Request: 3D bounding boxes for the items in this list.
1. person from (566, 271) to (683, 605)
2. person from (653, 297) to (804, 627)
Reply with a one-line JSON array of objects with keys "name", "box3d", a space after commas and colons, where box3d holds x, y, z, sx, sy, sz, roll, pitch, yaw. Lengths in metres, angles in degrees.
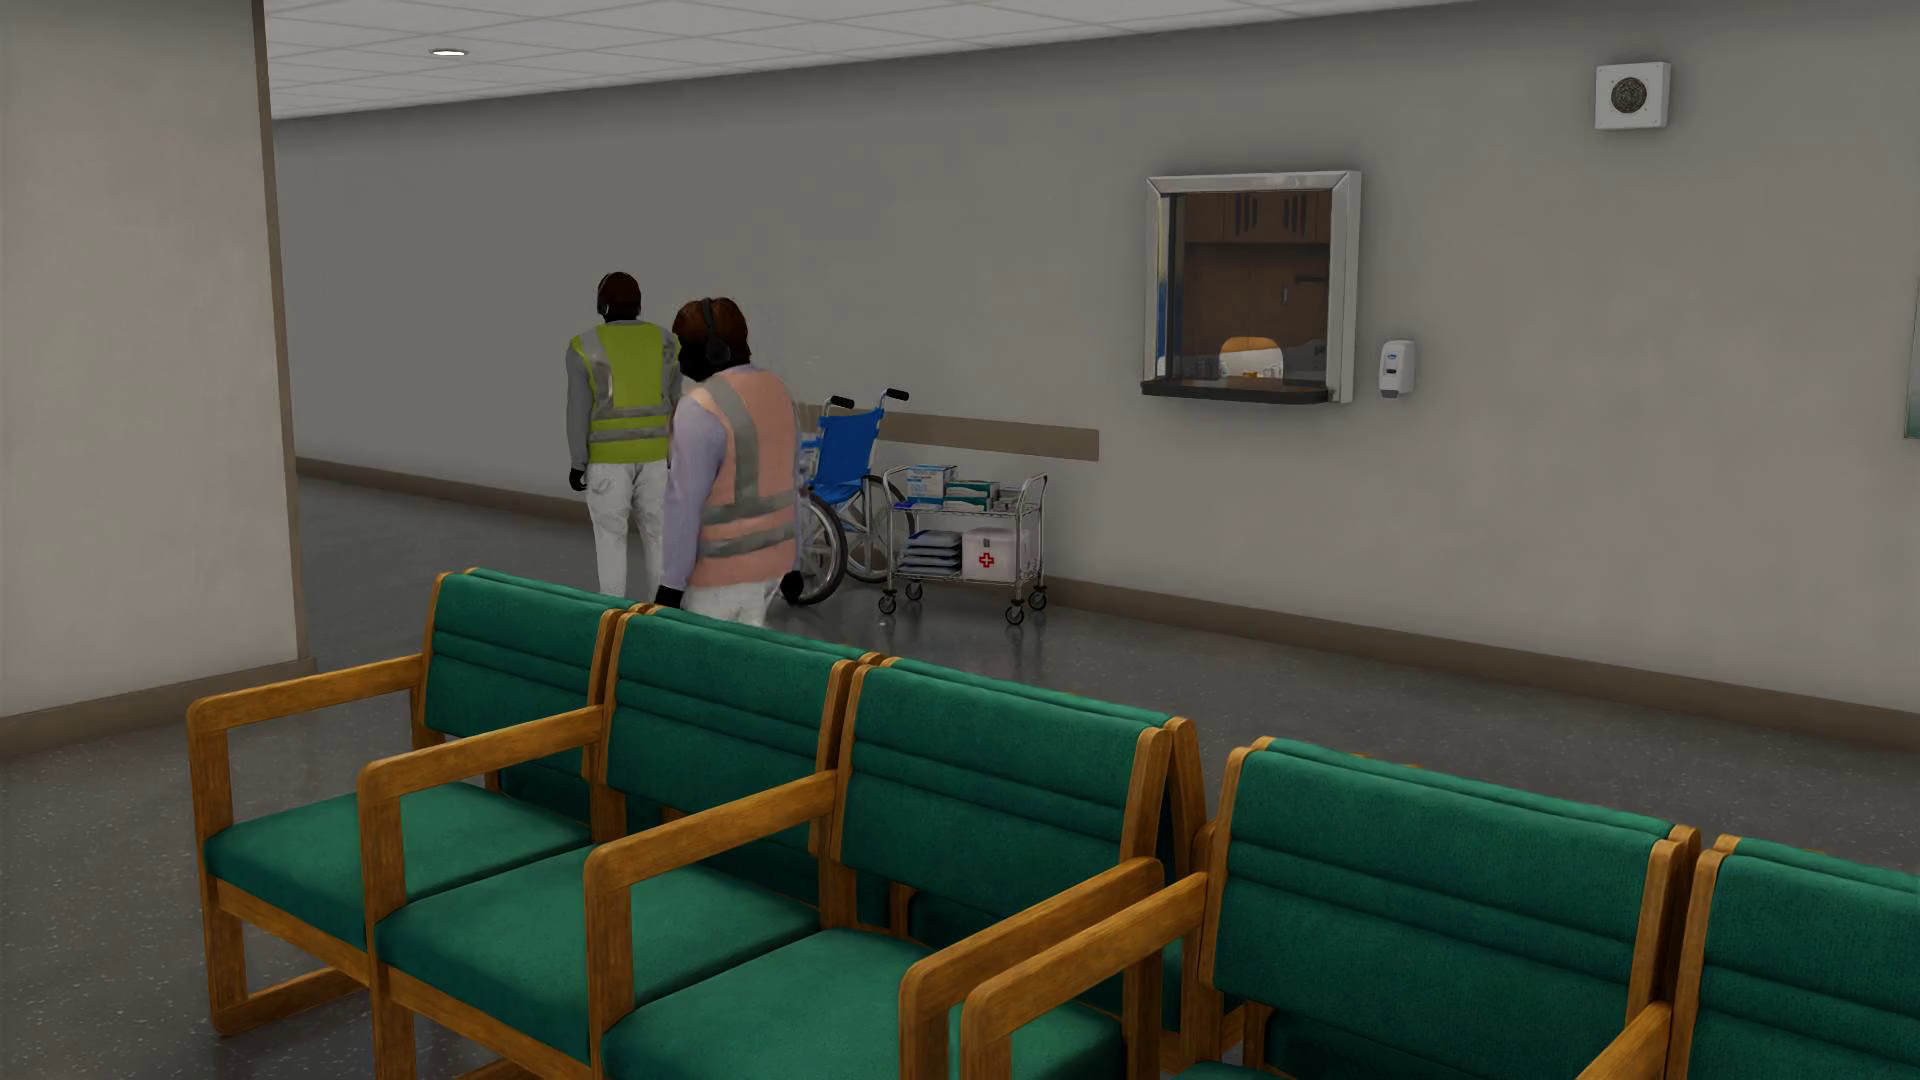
[{"name": "person", "box3d": [-1.686, -0.417, 8.360, 0.627, 1.844, 0.429, -7, 12, -35]}, {"name": "person", "box3d": [-0.697, 0.093, 5.576, 0.808, 1.809, 0.633, 4, 11, 19]}]
